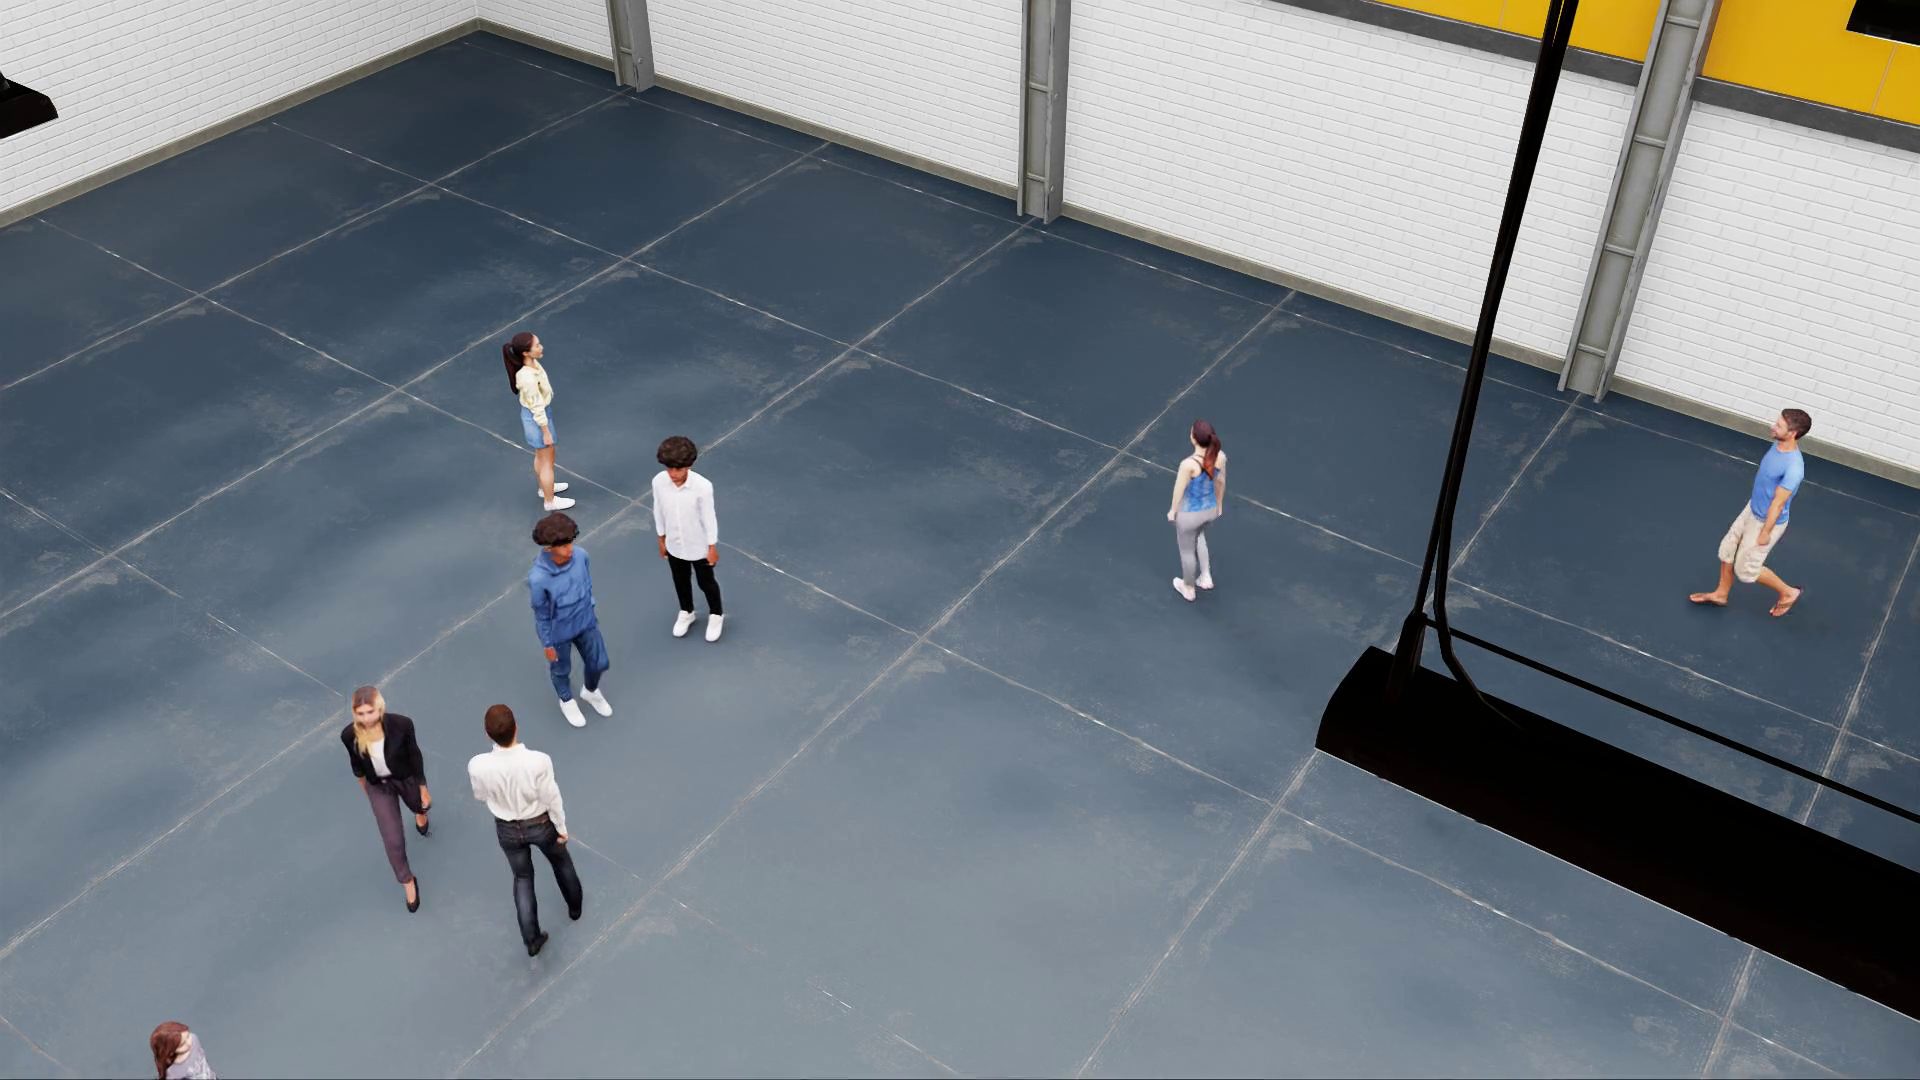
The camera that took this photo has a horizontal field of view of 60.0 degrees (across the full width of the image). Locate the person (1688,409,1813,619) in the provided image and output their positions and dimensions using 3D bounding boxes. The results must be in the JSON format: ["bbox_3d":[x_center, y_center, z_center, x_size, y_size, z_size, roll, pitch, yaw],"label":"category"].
[{"bbox_3d":[6.071,-0.163,12.388,1.074,1.843,0.895,6,39,7],"label":"person"}]

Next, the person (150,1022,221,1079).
[{"bbox_3d":[-4.207,2.987,9.053,0.856,1.083,0.709,4,39,5],"label":"person"}]

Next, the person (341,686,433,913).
[{"bbox_3d":[-3.533,1.495,10.474,0.967,1.641,1.094,-10,40,-13],"label":"person"}]

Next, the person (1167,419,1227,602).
[{"bbox_3d":[1.833,-0.180,12.604,0.666,1.601,0.716,-21,43,-24],"label":"person"}]

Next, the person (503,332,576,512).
[{"bbox_3d":[-3.446,-0.983,13.584,0.788,1.631,0.677,-15,41,-17],"label":"person"}]

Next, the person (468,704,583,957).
[{"bbox_3d":[-2.617,1.775,9.953,0.973,1.853,1.027,-2,39,-2],"label":"person"}]

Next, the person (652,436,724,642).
[{"bbox_3d":[-1.995,-0.021,12.242,0.627,1.804,0.763,10,40,12],"label":"person"}]

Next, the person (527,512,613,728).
[{"bbox_3d":[-2.784,0.535,11.558,0.742,1.789,0.700,-27,46,-29],"label":"person"}]
